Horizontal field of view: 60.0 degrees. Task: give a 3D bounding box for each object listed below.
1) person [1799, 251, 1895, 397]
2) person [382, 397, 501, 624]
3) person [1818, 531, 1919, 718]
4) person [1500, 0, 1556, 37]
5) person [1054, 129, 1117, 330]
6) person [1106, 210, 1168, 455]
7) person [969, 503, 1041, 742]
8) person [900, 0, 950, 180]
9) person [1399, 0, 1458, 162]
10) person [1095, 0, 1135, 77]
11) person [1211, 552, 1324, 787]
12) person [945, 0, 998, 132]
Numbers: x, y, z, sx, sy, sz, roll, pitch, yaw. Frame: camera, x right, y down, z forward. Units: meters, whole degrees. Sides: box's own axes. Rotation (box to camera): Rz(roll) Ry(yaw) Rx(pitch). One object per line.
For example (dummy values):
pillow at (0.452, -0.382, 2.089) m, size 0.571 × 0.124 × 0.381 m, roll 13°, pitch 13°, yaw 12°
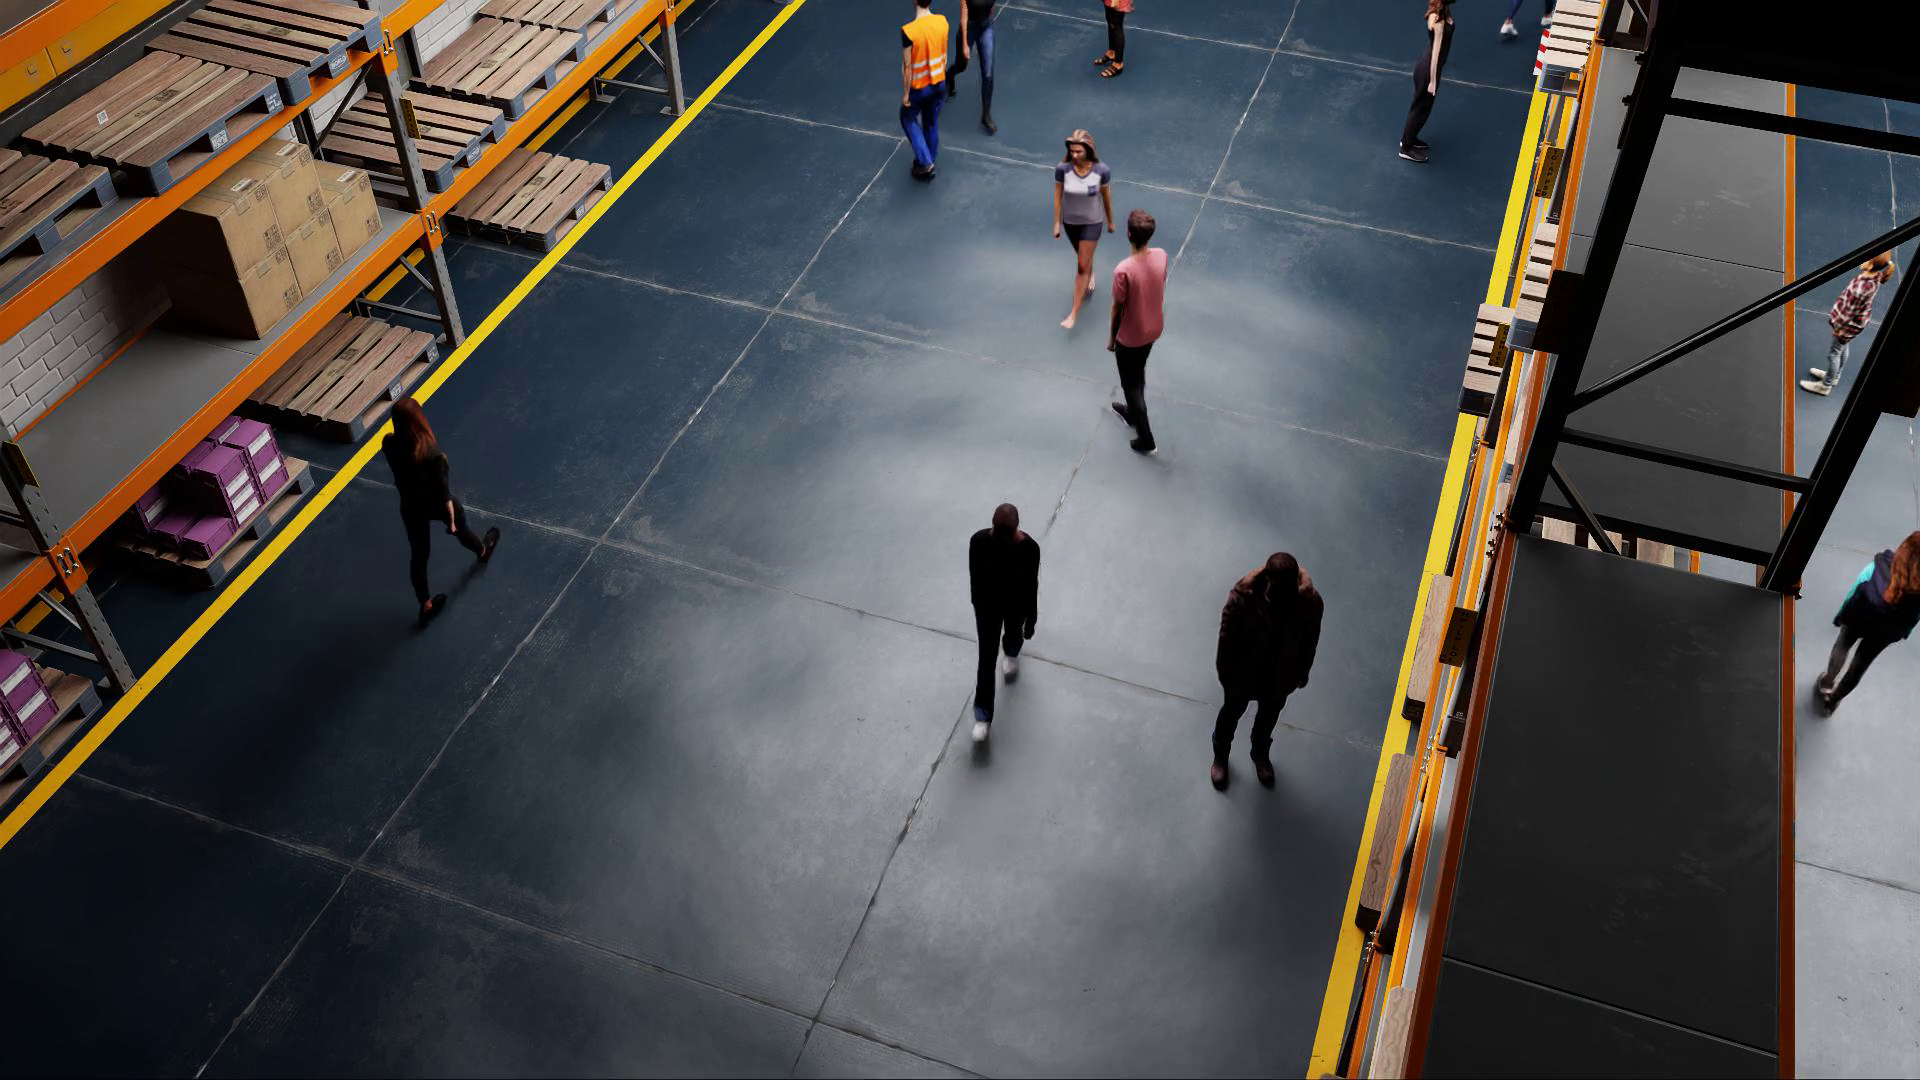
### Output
person at (6.891, -1.703, 12.852) m, size 0.647 × 1.304 × 0.533 m, roll 31°, pitch 52°, yaw 28°
person at (-3.570, -0.161, 10.969) m, size 0.662 × 1.668 × 1.120 m, roll 11°, pitch 45°, yaw 11°
person at (5.660, 0.558, 10.346) m, size 0.663 × 1.487 × 0.721 m, roll 25°, pitch 49°, yaw 24°
person at (5.945, -5.968, 17.018) m, size 1.194 × 1.733 × 1.098 m, roll -22°, pitch 48°, yaw -21°
person at (1.030, -2.621, 13.556) m, size 0.629 × 1.663 × 1.086 m, roll 12°, pitch 45°, yaw 13°
person at (1.332, -1.507, 12.159) m, size 0.986 × 1.977 × 0.990 m, roll -28°, pitch 50°, yaw -27°
person at (0.298, 0.343, 10.416) m, size 0.749 × 1.701 × 1.200 m, roll 7°, pitch 44°, yaw 8°
person at (-0.265, -4.062, 14.917) m, size 0.821 × 1.871 × 0.894 m, roll -25°, pitch 49°, yaw -24°
person at (4.324, -4.354, 15.314) m, size 0.664 × 1.746 × 0.458 m, roll 11°, pitch 45°, yaw 12°
person at (1.537, -5.440, 16.488) m, size 0.757 × 1.699 × 0.646 m, roll -6°, pitch 44°, yaw -6°
person at (1.792, 0.748, 9.885) m, size 0.844 × 1.848 × 0.811 m, roll 0°, pitch 44°, yaw 0°
person at (0.100, -4.813, 15.824) m, size 1.056 × 1.708 × 1.127 m, roll -17°, pitch 46°, yaw -17°
